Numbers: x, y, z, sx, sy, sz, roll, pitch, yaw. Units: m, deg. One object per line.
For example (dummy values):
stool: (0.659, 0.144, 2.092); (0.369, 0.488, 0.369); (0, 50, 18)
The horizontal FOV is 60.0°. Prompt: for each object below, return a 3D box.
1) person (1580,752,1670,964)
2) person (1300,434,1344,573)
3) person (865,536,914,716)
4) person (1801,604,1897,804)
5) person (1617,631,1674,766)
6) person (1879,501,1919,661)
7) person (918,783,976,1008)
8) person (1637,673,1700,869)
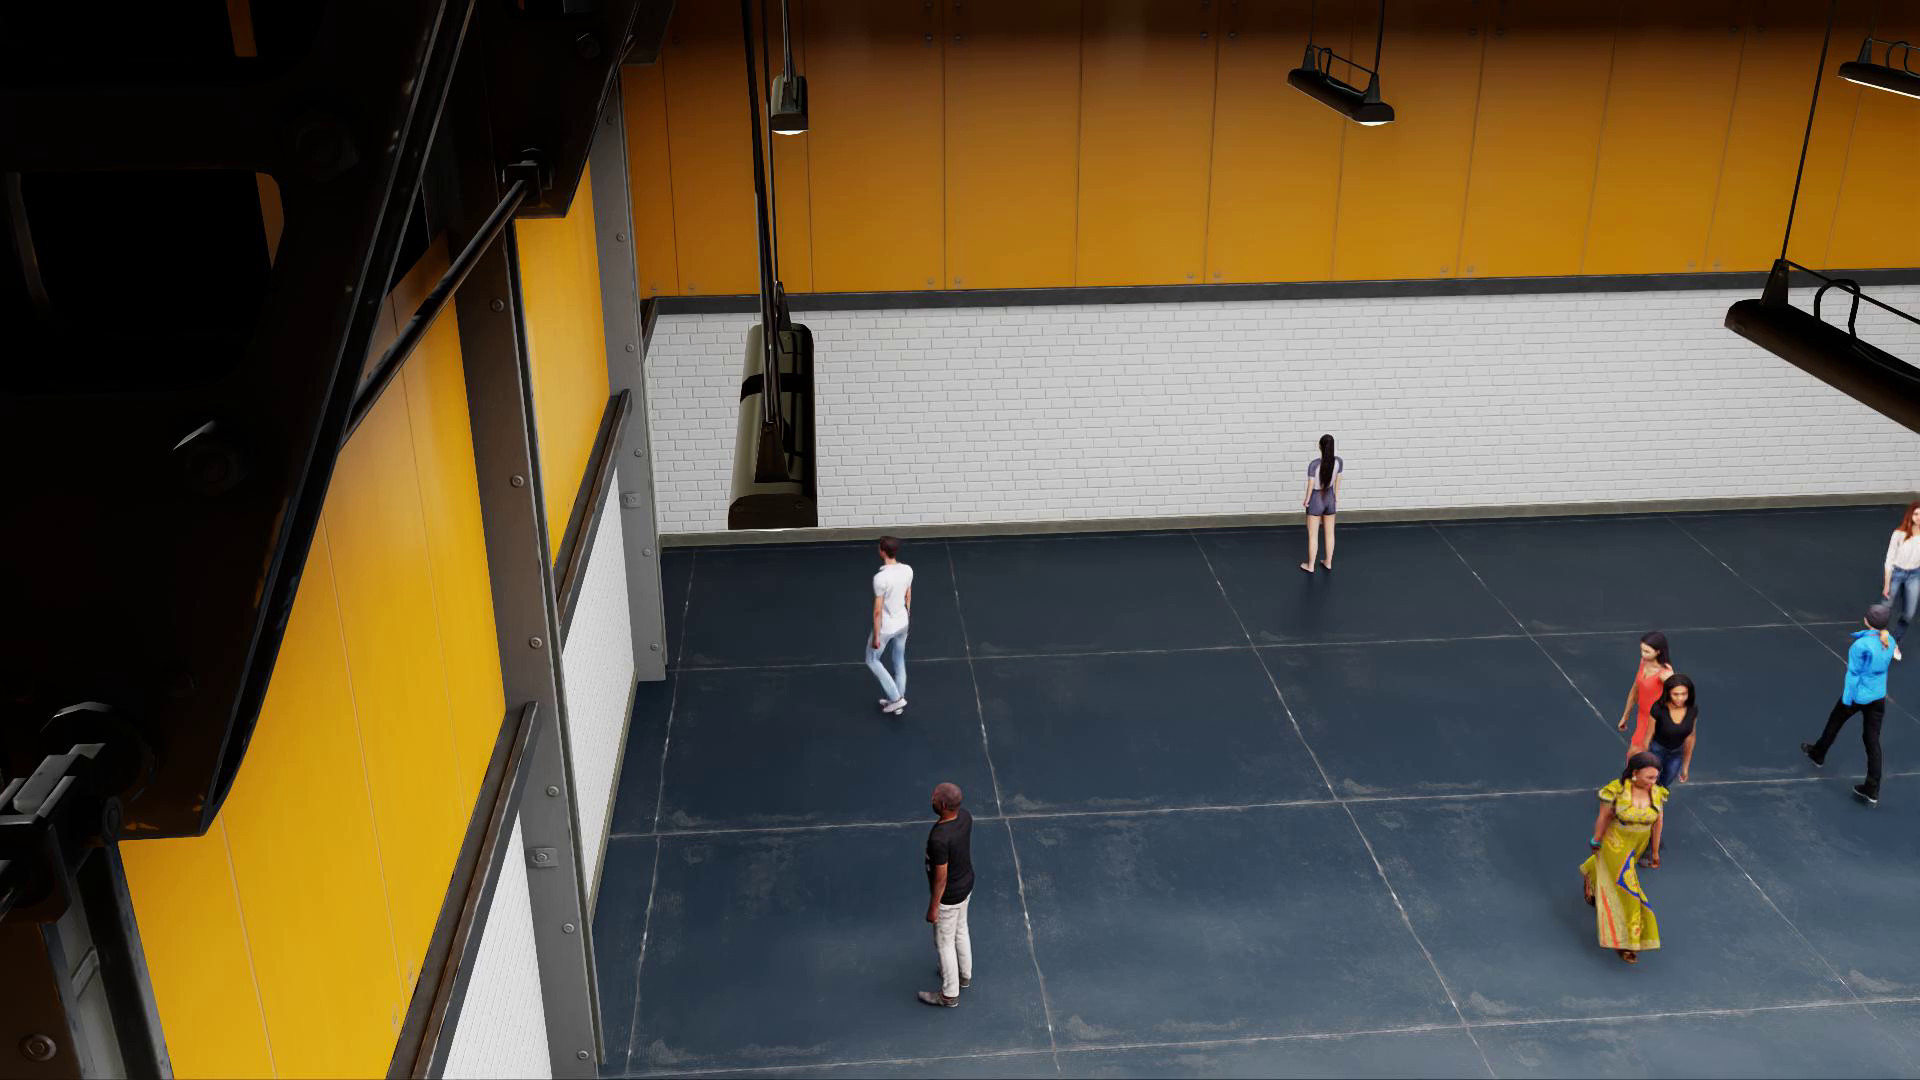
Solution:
person: (5.062, 2.305, 12.779); (0.792, 1.600, 1.402); (-3, 24, -7)
person: (4.134, -0.424, 18.960); (0.637, 1.650, 0.587); (-7, 25, -16)
person: (-0.596, 0.858, 15.788); (0.884, 1.843, 0.830); (20, 31, 38)
person: (7.972, 1.451, 14.548); (0.664, 1.748, 1.156); (-3, 24, -8)
person: (6.047, 1.566, 14.360); (0.673, 1.689, 0.695); (-4, 24, -10)
person: (9.622, 0.371, 17.062); (0.683, 1.714, 0.729); (7, 24, 15)
person: (-0.073, 2.537, 11.993); (0.821, 1.805, 0.704); (10, 26, 23)
person: (5.794, 1.818, 13.761); (0.555, 1.707, 0.818); (-4, 24, -9)
